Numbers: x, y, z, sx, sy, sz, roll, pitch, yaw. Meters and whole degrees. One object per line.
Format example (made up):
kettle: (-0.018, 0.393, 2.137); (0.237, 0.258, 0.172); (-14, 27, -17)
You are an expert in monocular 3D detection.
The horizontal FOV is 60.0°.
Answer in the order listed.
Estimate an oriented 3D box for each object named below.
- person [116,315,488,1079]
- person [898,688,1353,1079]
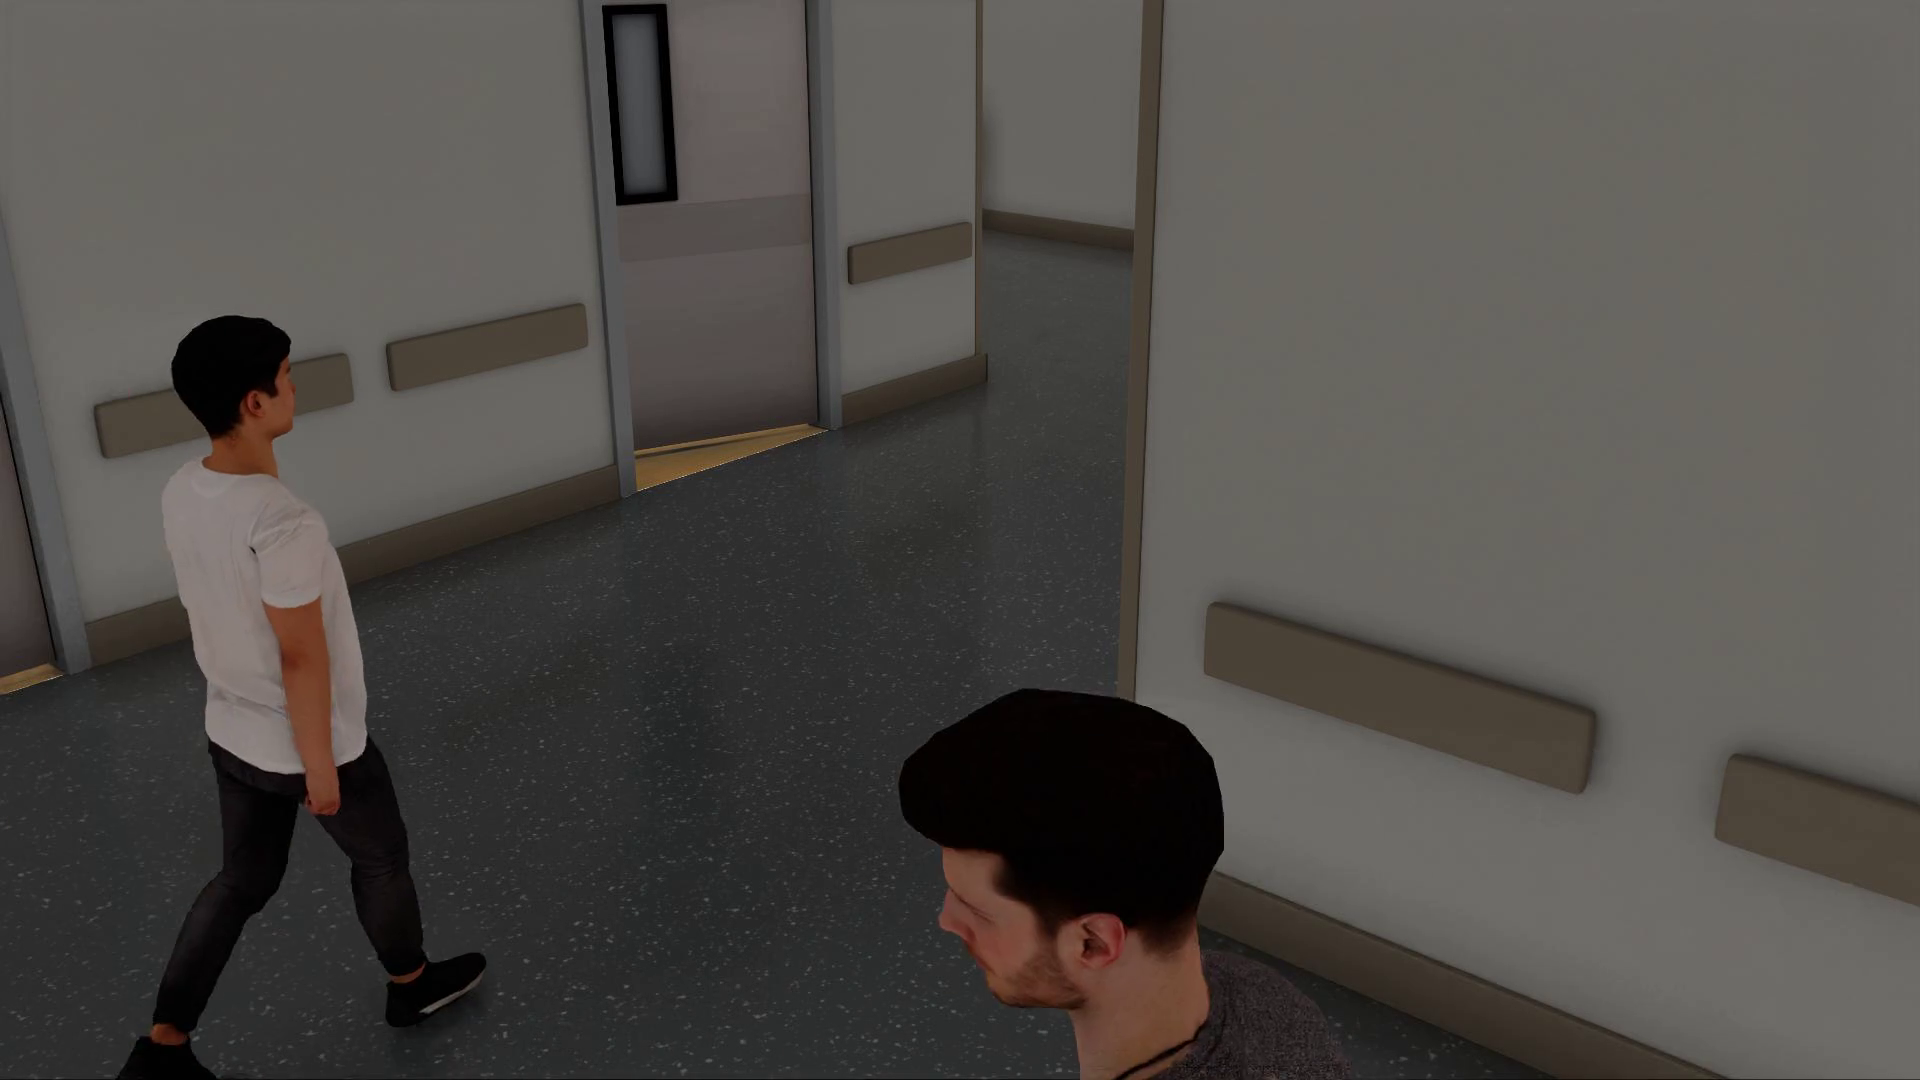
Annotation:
person: (-1.481, 0.406, 3.449); (0.663, 1.690, 1.080); (15, 25, 34)
person: (0.279, 1.036, 1.533); (0.971, 1.869, 0.983); (9, 23, 23)
